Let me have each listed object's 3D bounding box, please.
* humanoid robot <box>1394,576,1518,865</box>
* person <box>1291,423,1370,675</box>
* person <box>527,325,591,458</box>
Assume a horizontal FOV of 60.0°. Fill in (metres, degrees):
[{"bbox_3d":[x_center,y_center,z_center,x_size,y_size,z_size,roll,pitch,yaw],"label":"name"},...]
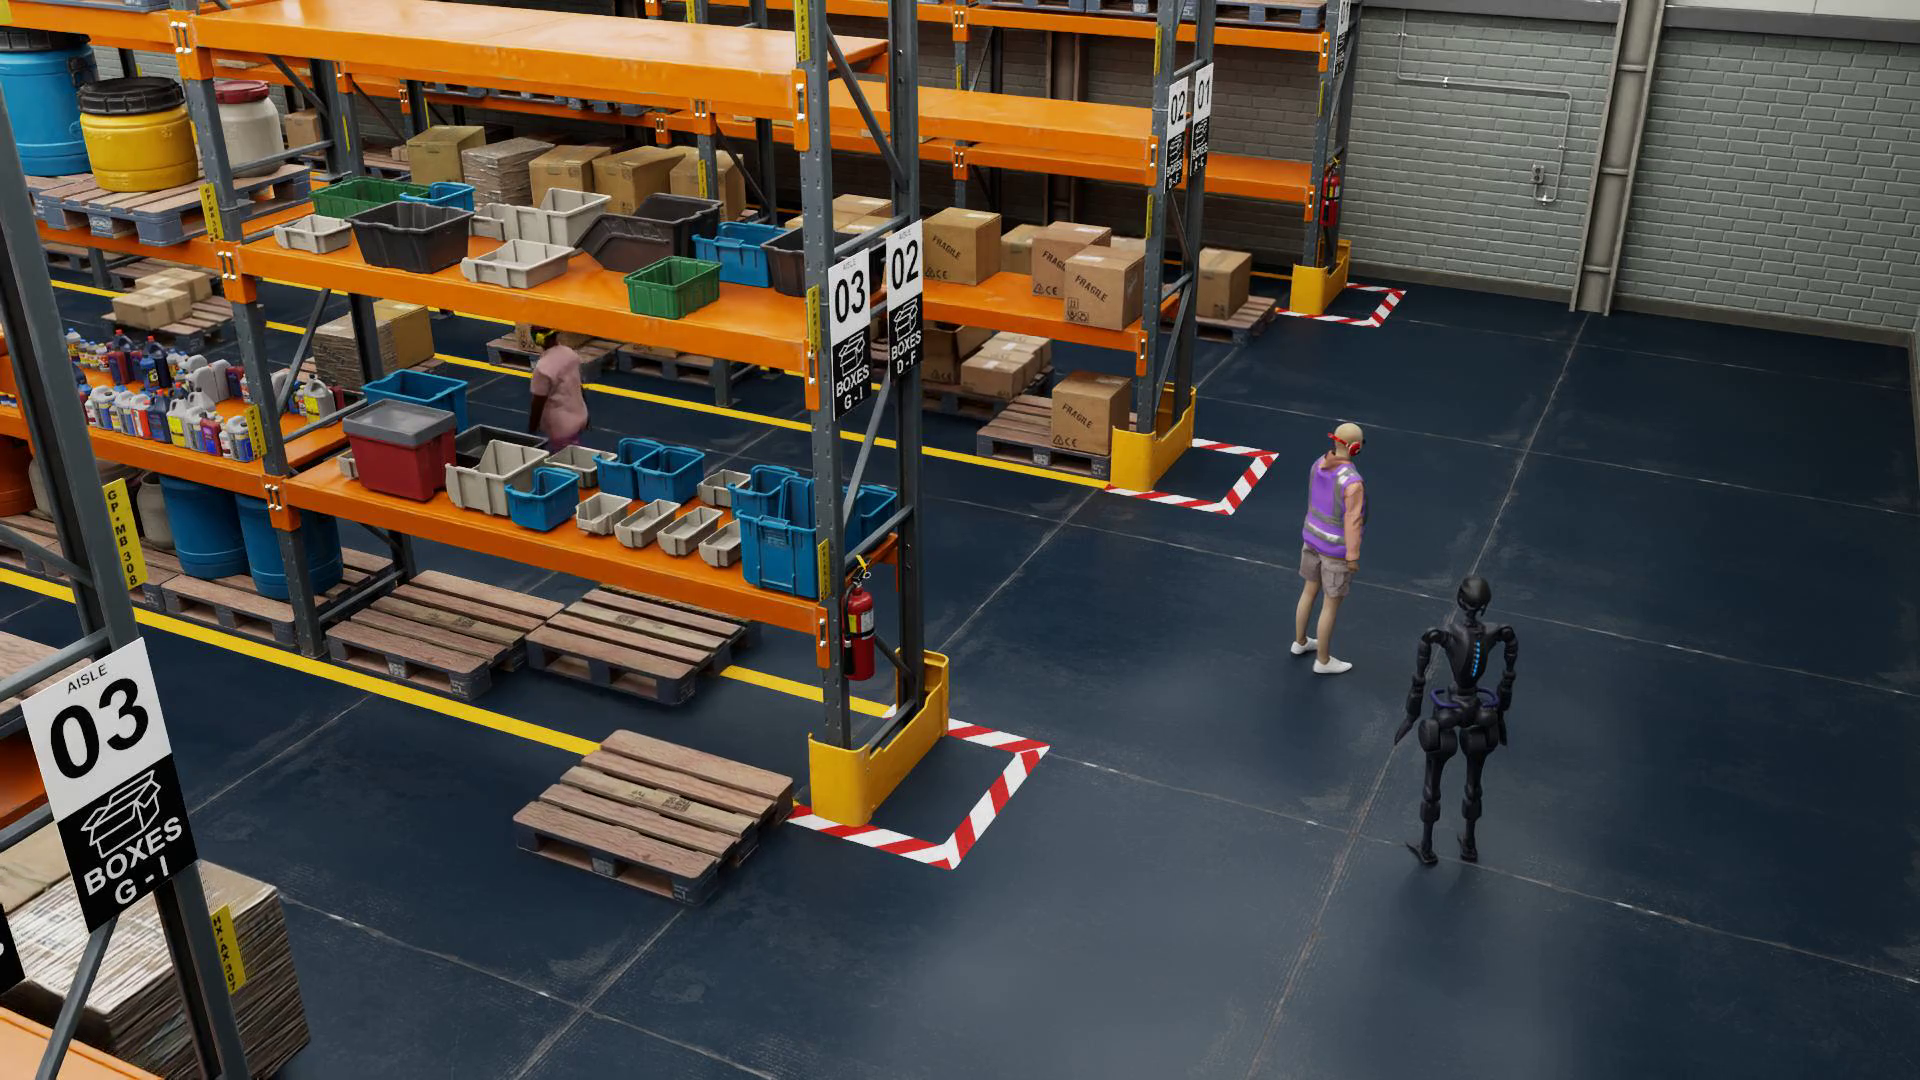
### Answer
[{"bbox_3d":[2.621,0.947,8.780,0.599,1.657,0.315,-1,26,-3],"label":"humanoid robot"},{"bbox_3d":[2.367,0.048,10.609,0.351,1.688,0.489,-11,28,-21],"label":"person"},{"bbox_3d":[-3.045,-0.842,12.320,0.947,1.747,0.549,7,27,14],"label":"person"}]
